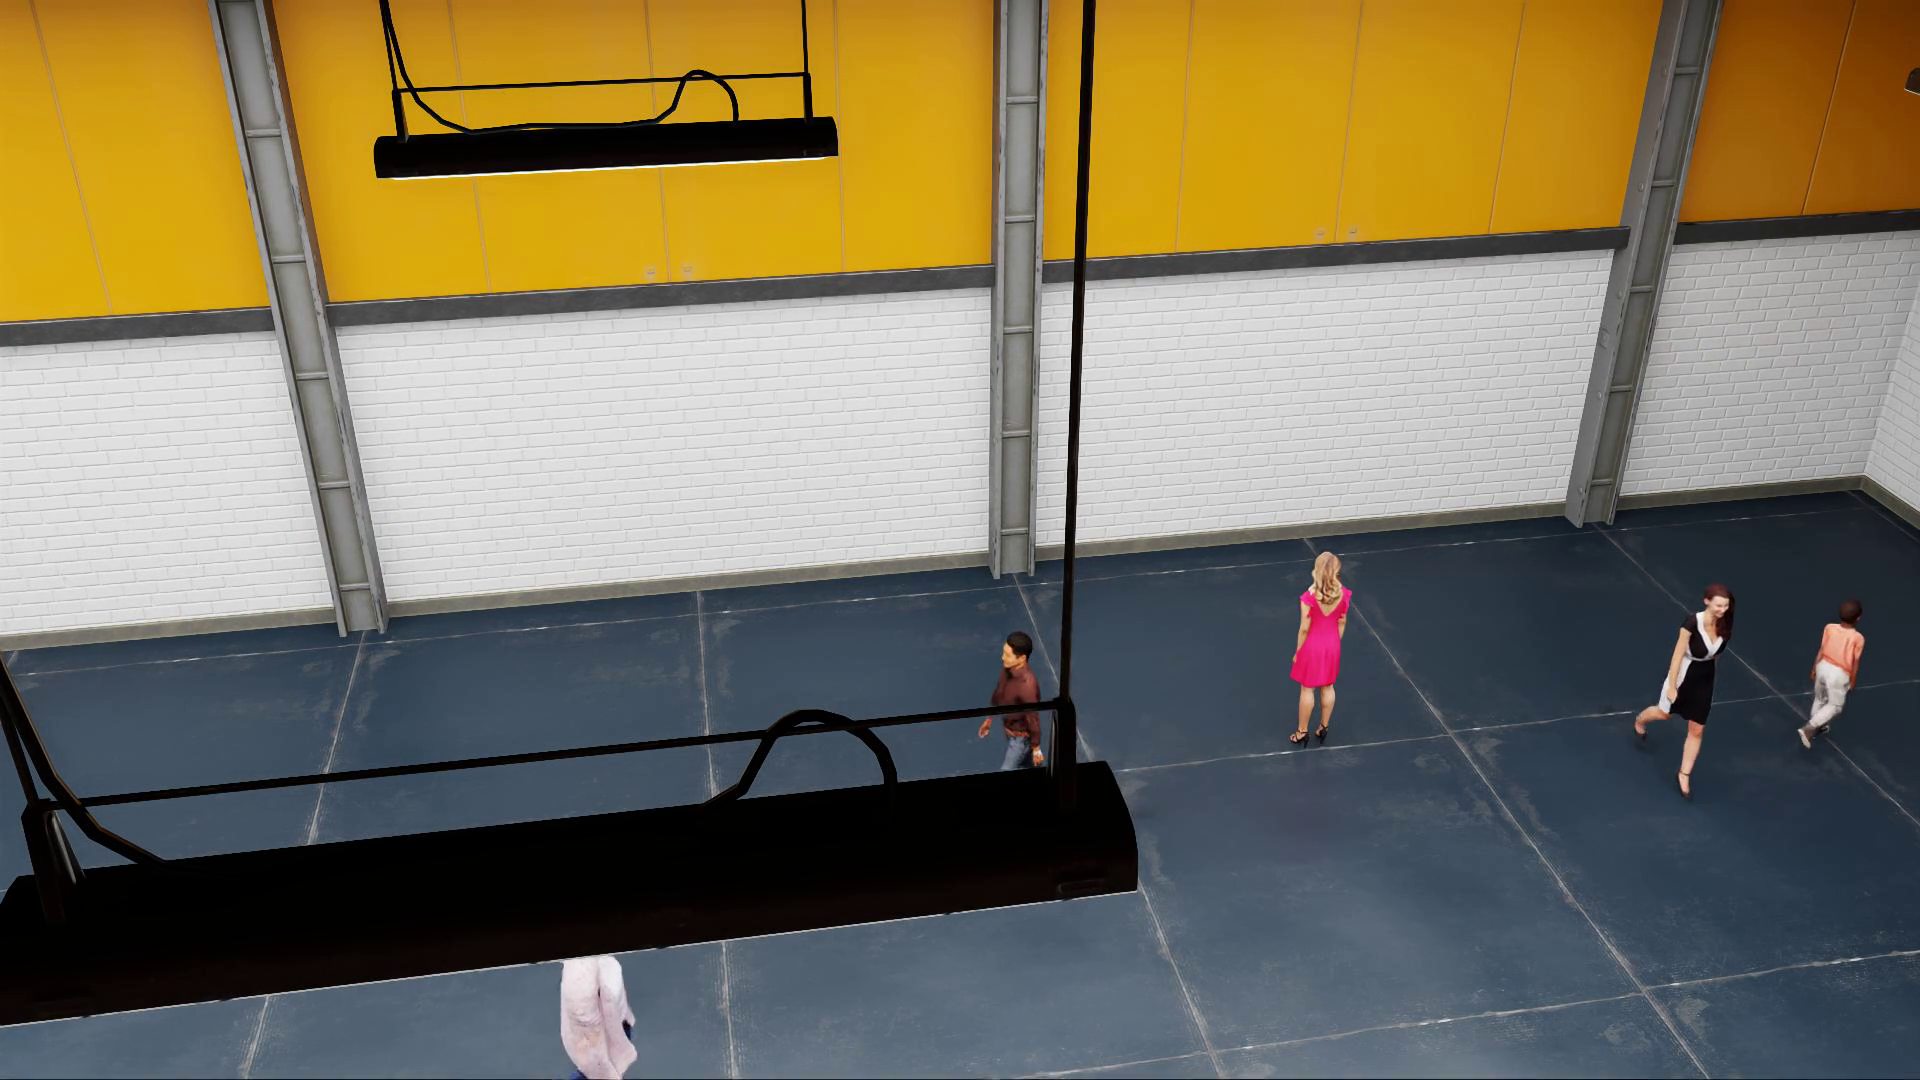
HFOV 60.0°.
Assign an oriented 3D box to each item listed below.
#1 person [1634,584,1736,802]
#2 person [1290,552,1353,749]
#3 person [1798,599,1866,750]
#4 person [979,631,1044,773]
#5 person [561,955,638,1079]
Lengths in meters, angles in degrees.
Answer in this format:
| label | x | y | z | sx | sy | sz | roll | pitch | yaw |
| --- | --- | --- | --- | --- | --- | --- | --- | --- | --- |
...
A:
| label | x | y | z | sx | sy | sz | roll | pitch | yaw |
| --- | --- | --- | --- | --- | --- | --- | --- | --- | --- |
| person | 5.541 | 1.065 | 12.768 | 1.040 | 1.760 | 0.668 | -5 | 29 | -9 |
| person | 2.846 | 0.868 | 13.161 | 0.490 | 1.728 | 0.642 | -7 | 29 | -13 |
| person | 6.923 | 1.079 | 13.226 | 0.808 | 1.297 | 0.630 | -15 | 32 | -26 |
| person | 0.524 | 1.422 | 12.144 | 1.122 | 1.730 | 0.709 | -7 | 29 | -13 |
| person | -2.185 | 2.807 | 9.602 | 0.829 | 1.733 | 0.712 | -2 | 29 | -4 |
